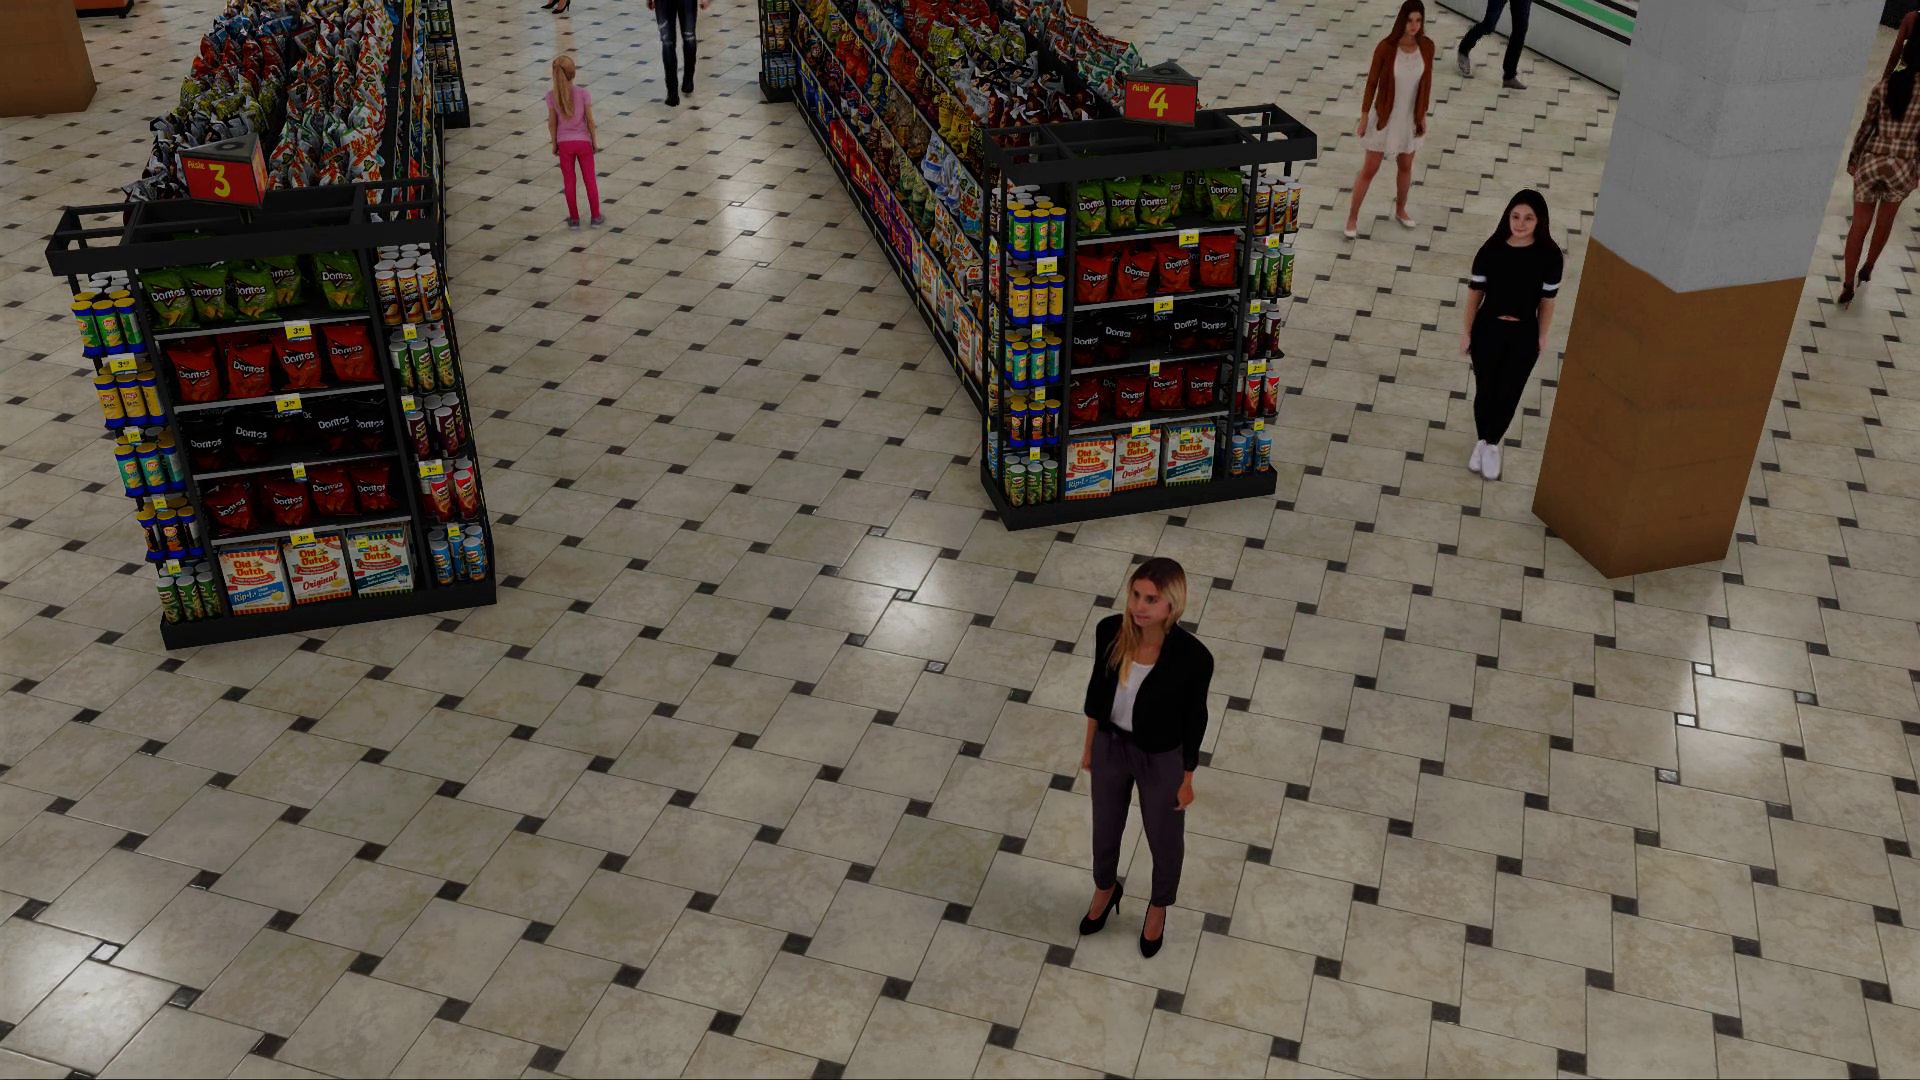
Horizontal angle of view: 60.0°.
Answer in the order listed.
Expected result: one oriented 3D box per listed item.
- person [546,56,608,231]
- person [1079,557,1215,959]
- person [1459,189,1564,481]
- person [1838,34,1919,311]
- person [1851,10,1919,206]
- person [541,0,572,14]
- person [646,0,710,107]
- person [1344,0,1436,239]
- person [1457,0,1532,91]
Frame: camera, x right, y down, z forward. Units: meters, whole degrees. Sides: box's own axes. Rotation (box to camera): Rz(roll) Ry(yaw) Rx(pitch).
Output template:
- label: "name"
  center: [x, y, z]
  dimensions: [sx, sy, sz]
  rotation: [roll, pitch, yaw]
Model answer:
- label: "person"
  center: [-2.818, -2.905, 12.151]
  dimensions: [0.507, 1.271, 0.531]
  rotation: [-4, 32, -6]
- label: "person"
  center: [0.644, 0.775, 5.858]
  dimensions: [0.671, 1.671, 0.736]
  rotation: [18, 36, 27]
- label: "person"
  center: [2.947, -1.133, 8.967]
  dimensions: [0.725, 1.626, 0.767]
  rotation: [11, 34, 17]
- label: "person"
  center: [5.975, -2.333, 10.757]
  dimensions: [0.890, 1.772, 0.959]
  rotation: [16, 35, 24]
- label: "person"
  center: [6.946, -3.231, 12.260]
  dimensions: [0.979, 1.708, 1.173]
  rotation: [-24, 39, -33]
- label: "person"
  center: [-4.308, -6.432, 17.302]
  dimensions: [0.855, 1.817, 0.764]
  rotation: [-19, 37, -28]
- label: "person"
  center: [-2.496, -4.824, 14.679]
  dimensions: [0.853, 1.857, 1.232]
  rotation: [-3, 32, -4]
- label: "person"
  center: [3.098, -3.031, 11.947]
  dimensions: [0.780, 1.699, 0.695]
  rotation: [-4, 32, -6]
- label: "person"
  center: [4.929, -5.060, 15.073]
  dimensions: [0.768, 1.842, 1.167]
  rotation: [-10, 33, -16]
